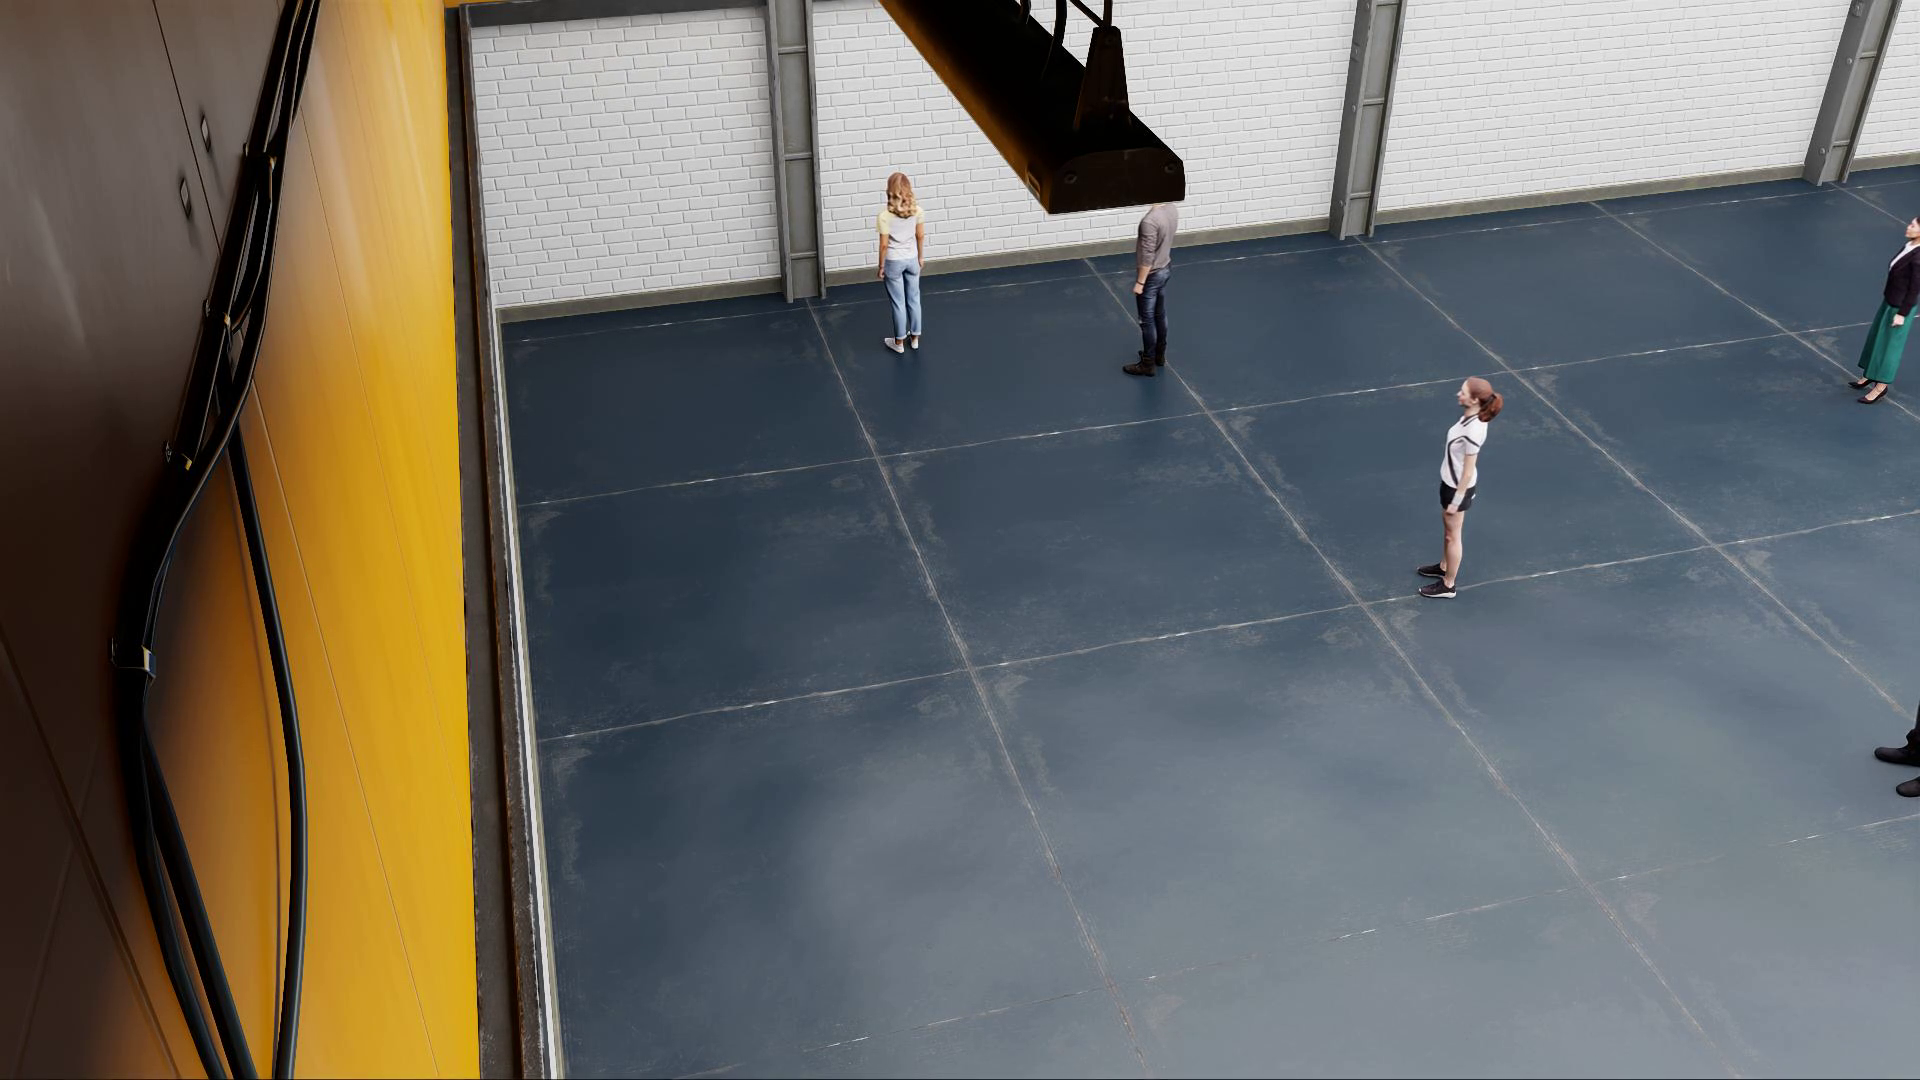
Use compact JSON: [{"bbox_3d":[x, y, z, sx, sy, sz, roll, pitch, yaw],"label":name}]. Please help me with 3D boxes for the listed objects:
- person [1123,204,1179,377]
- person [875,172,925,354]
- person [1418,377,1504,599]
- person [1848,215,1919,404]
[{"bbox_3d":[1.731,-2.382,14.863,0.834,1.903,0.766,19,38,26],"label":"person"},{"bbox_3d":[-0.535,-2.541,15.265,0.563,1.723,0.737,-17,37,-24],"label":"person"},{"bbox_3d":[3.598,-0.388,11.999,0.684,1.752,0.652,6,34,9],"label":"person"},{"bbox_3d":[8.156,-2.017,14.463,0.700,1.738,0.712,8,34,11],"label":"person"}]
